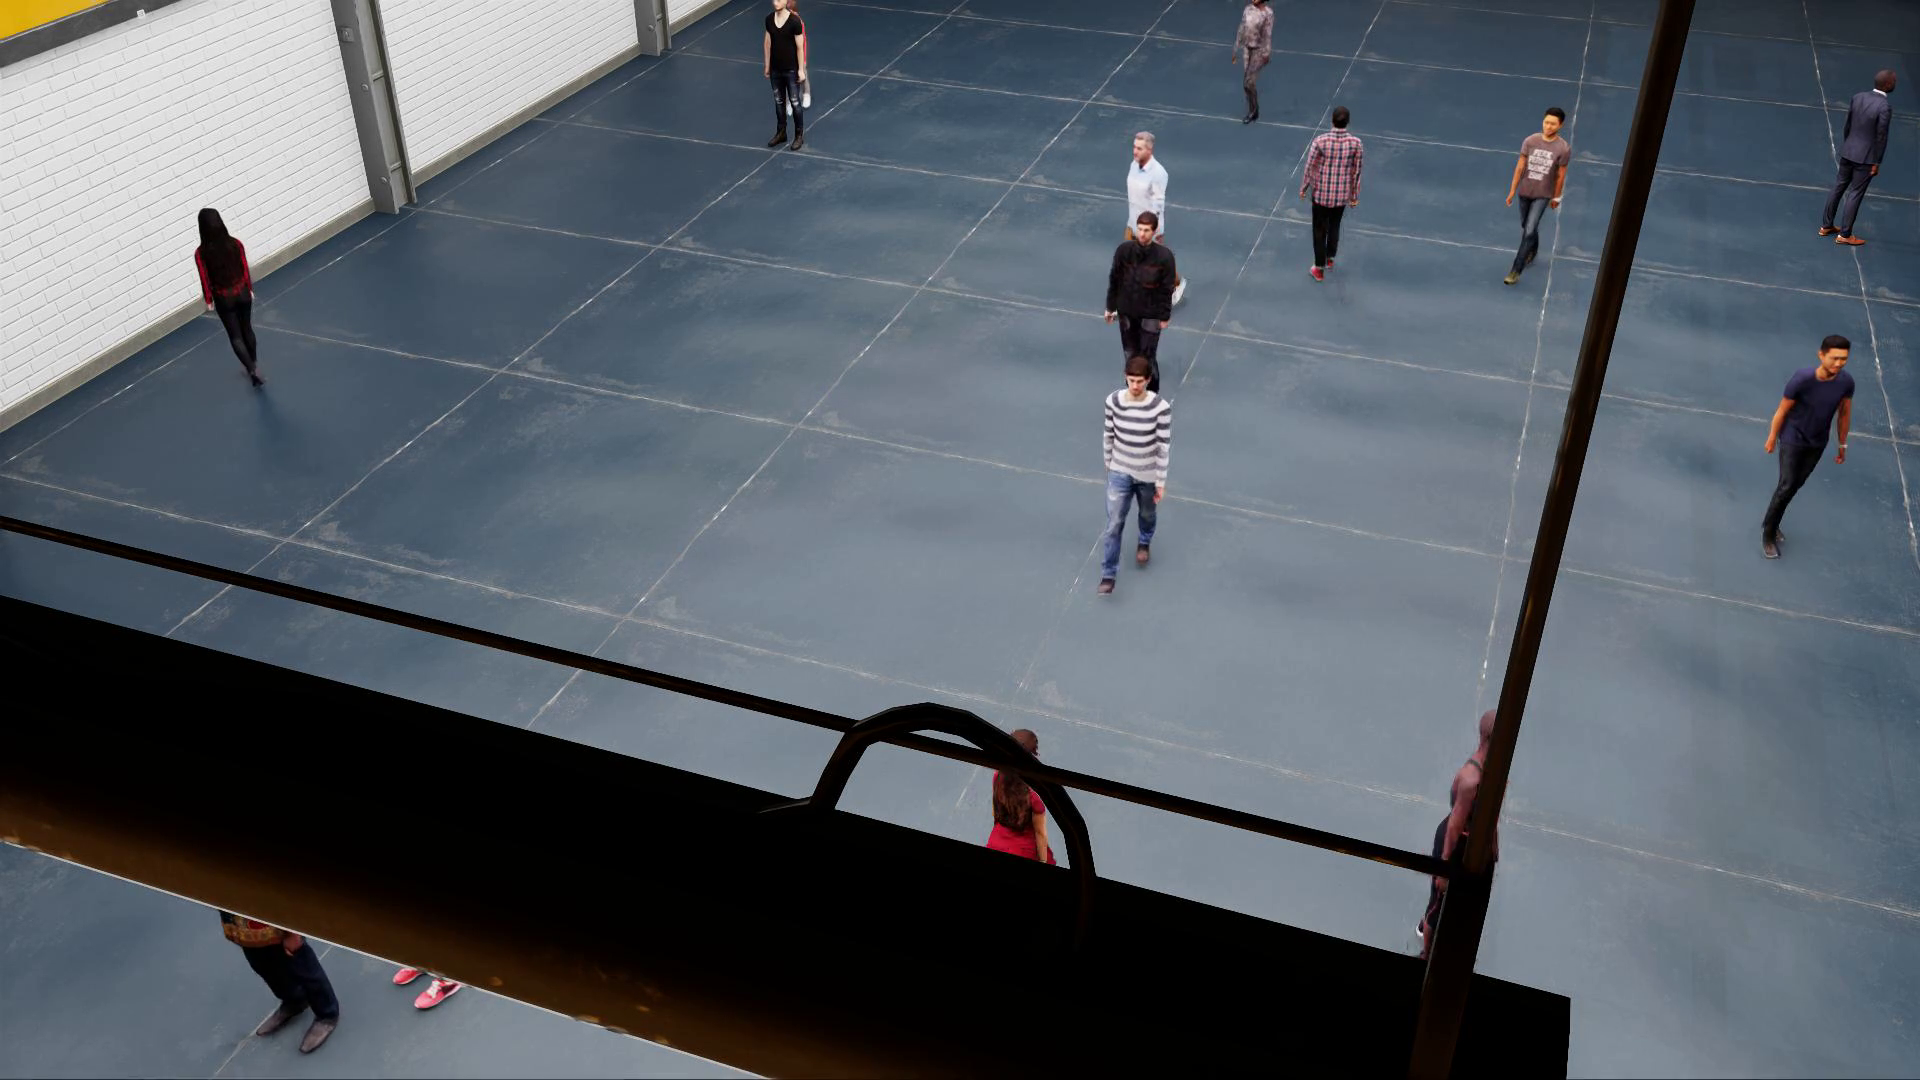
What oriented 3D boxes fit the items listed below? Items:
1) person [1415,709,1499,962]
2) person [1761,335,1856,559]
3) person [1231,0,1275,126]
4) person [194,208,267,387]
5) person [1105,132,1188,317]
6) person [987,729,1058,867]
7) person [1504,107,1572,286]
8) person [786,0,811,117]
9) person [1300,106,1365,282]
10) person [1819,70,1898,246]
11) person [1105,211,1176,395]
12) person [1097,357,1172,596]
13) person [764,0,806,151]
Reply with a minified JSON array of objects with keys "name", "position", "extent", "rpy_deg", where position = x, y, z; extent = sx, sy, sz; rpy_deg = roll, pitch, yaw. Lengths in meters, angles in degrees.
[{"name":"person","position":[2.652,1.661,8.917],"extent":[0.687,1.737,0.885],"rpy_deg":[-18,38,-25]},{"name":"person","position":[6.347,-0.783,12.561],"extent":[0.803,1.773,0.881],"rpy_deg":[0,34,-1]},{"name":"person","position":[3.686,-6.000,20.474],"extent":[0.767,1.703,0.704],"rpy_deg":[-25,41,-32]},{"name":"person","position":[-6.412,-2.124,14.690],"extent":[0.817,1.650,0.810],"rpy_deg":[28,43,35]},{"name":"person","position":[1.837,-3.013,15.891],"extent":[1.226,1.801,1.094],"rpy_deg":[-20,39,-28]},{"name":"person","position":[0.273,1.707,9.026],"extent":[0.707,1.541,0.834],"rpy_deg":[28,42,35]},{"name":"person","position":[5.791,-3.487,16.662],"extent":[0.883,1.738,1.217],"rpy_deg":[24,41,32]},{"name":"person","position":[-2.055,-6.069,20.859],"extent":[0.639,1.391,1.000],"rpy_deg":[6,34,8]},{"name":"person","position":[3.699,-3.413,16.544],"extent":[0.876,1.744,0.953],"rpy_deg":[-3,34,-4]},{"name":"person","position":[9.409,-4.010,17.371],"extent":[0.855,1.824,0.750],"rpy_deg":[-8,34,-12]},{"name":"person","position":[1.591,-1.995,14.337],"extent":[0.762,1.826,0.693],"rpy_deg":[17,37,24]},{"name":"person","position":[1.312,-0.541,12.171],"extent":[0.718,1.803,1.162],"rpy_deg":[9,35,13]},{"name":"person","position":[-2.068,-5.603,19.703],"extent":[0.698,1.895,0.567],"rpy_deg":[14,36,20]}]
